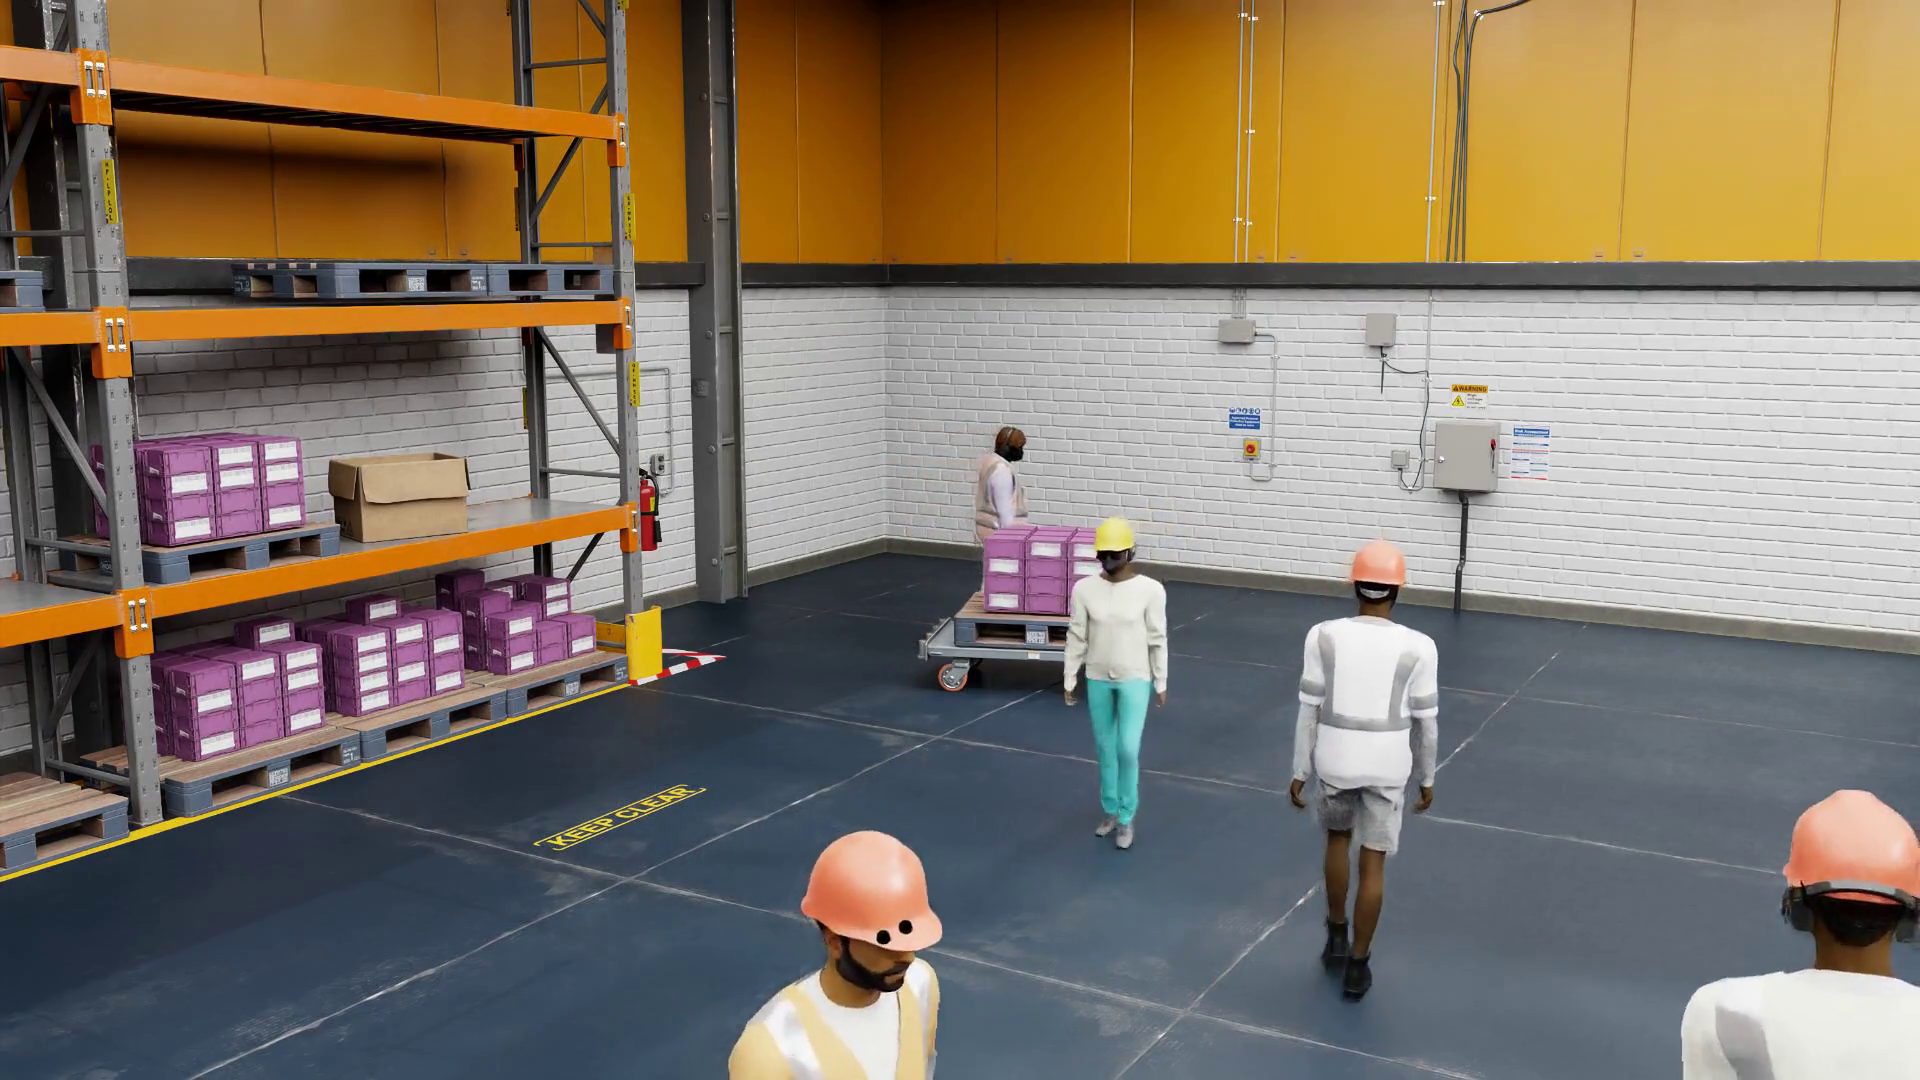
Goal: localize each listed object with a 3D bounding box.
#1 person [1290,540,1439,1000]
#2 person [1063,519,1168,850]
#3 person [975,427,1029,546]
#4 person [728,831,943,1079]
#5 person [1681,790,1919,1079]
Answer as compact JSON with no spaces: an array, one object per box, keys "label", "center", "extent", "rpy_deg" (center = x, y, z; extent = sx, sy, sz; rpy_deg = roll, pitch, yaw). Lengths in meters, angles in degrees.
[{"label":"person","center":[1.733,0.947,7.078],"extent":[0.584,1.913,0.654],"rpy_deg":[4,10,21]},{"label":"person","center":[0.799,0.758,8.797],"extent":[0.543,1.745,0.599],"rpy_deg":[4,10,23]},{"label":"person","center":[0.418,-0.030,13.556],"extent":[0.614,1.803,0.690],"rpy_deg":[-1,9,-4]},{"label":"person","center":[-0.267,1.512,3.577],"extent":[0.598,1.911,0.584],"rpy_deg":[8,12,41]},{"label":"person","center":[1.709,1.508,3.256],"extent":[0.630,2.026,0.713],"rpy_deg":[5,10,27]}]
